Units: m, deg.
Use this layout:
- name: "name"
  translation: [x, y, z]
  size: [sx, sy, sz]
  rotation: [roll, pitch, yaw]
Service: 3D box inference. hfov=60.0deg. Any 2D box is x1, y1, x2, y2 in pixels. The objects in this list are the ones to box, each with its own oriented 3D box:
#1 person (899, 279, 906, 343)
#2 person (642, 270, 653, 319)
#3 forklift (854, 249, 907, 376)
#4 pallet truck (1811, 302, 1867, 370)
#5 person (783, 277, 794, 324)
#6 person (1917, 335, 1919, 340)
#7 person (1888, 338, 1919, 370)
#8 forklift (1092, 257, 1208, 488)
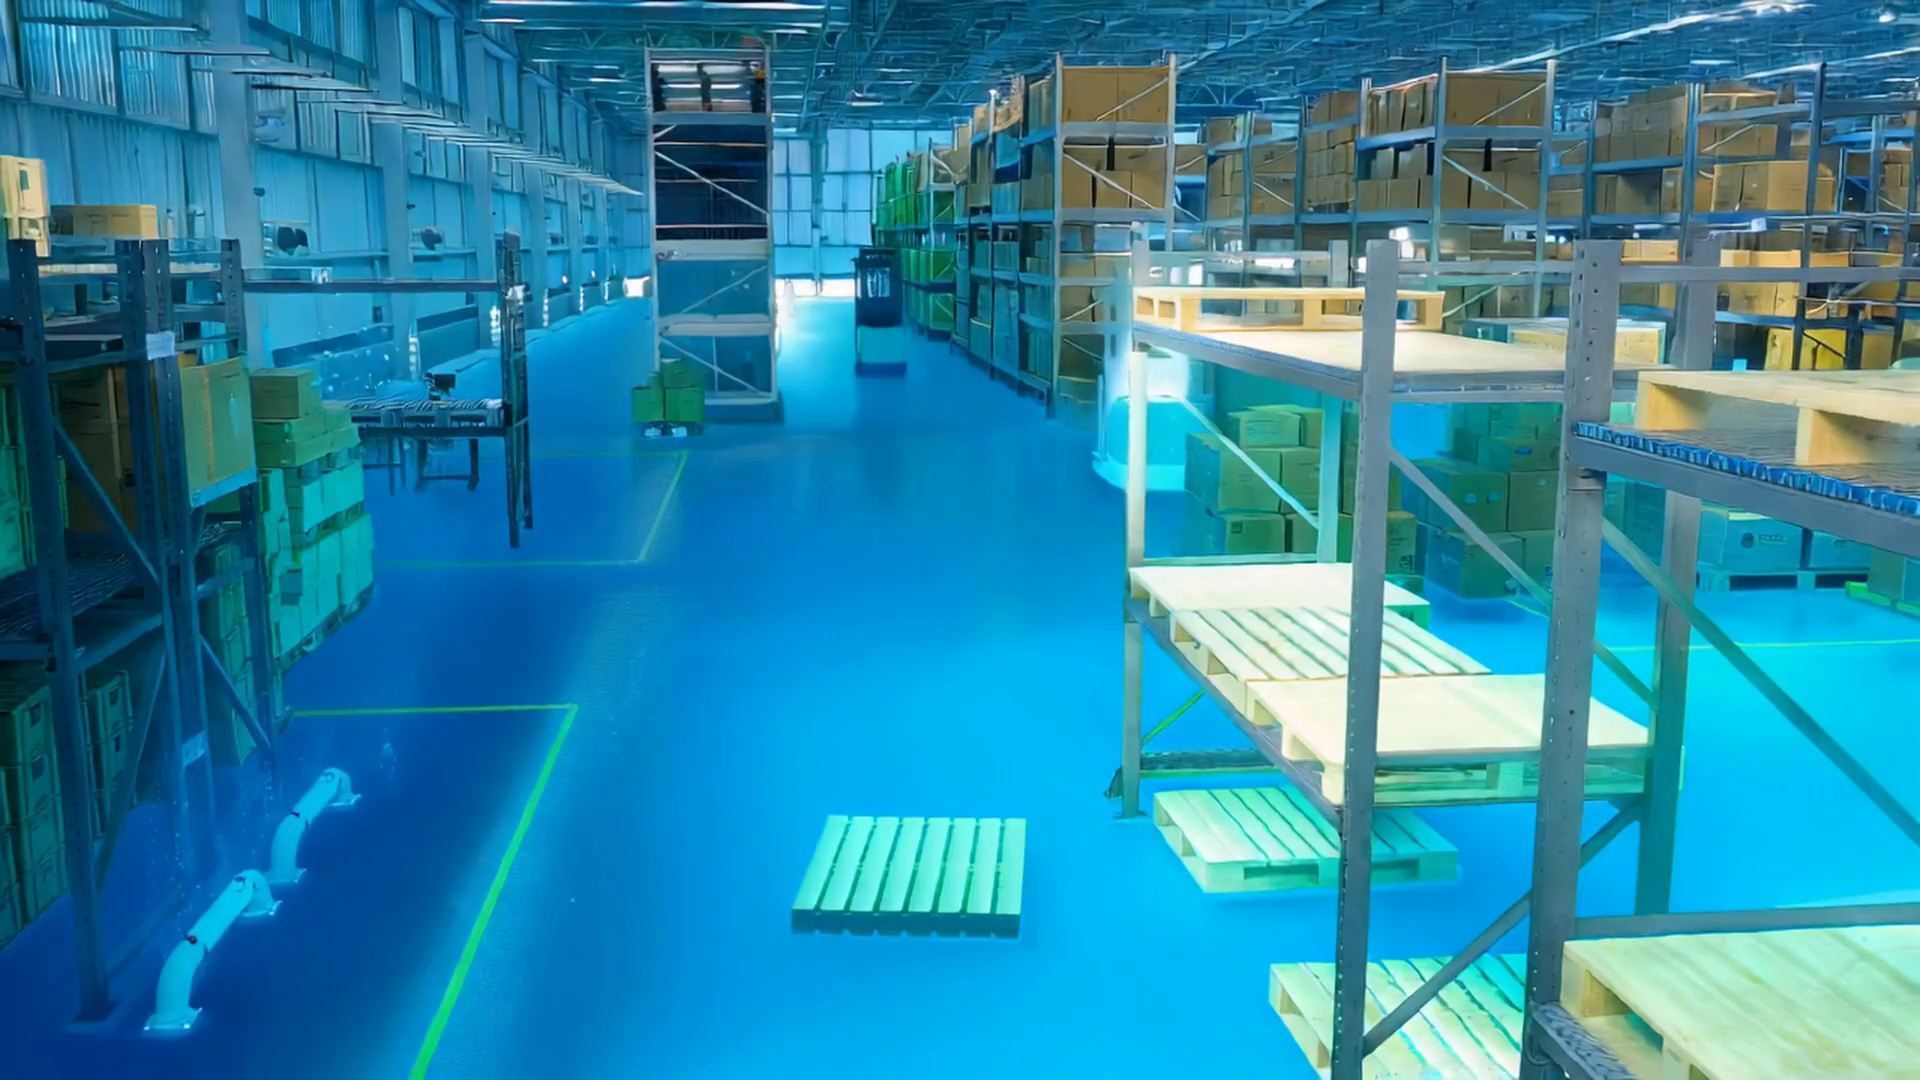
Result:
- name: "person"
  translation: [-1.867, -6.726, 48.958]
  size: [0.611, 1.882, 0.669]
  rotation: [-1, 10, -6]
- name: "person"
  translation: [-12.068, -9.524, 64.453]
  size: [0.400, 1.894, 0.652]
  rotation: [8, 13, 39]
- name: "forklift"
  translation: [-1.807, -5.153, 37.487]
  size: [1.129, 2.768, 1.873]
  rotation: [-1, 10, -6]
- name: "pallet truck"
  translation: [15.846, -3.142, 28.793]
  size: [1.885, 1.965, 0.823]
  rotation: [2, 10, 12]
- name: "person"
  translation: [-6.216, -8.752, 60.715]
  size: [0.519, 1.699, 0.762]
  rotation: [7, 12, 34]
- name: "person"
  translation: [15.301, -2.630, 26.130]
  size: [0.547, 1.934, 0.375]
  rotation: [9, 14, 41]
- name: "person"
  translation: [11.858, -1.594, 20.703]
  size: [0.654, 1.822, 0.431]
  rotation: [5, 11, 26]
- name: "forklift"
  translation: [2.401, -2.139, 20.784]
  size: [1.129, 2.768, 1.873]
  rotation: [-1, 10, -6]
